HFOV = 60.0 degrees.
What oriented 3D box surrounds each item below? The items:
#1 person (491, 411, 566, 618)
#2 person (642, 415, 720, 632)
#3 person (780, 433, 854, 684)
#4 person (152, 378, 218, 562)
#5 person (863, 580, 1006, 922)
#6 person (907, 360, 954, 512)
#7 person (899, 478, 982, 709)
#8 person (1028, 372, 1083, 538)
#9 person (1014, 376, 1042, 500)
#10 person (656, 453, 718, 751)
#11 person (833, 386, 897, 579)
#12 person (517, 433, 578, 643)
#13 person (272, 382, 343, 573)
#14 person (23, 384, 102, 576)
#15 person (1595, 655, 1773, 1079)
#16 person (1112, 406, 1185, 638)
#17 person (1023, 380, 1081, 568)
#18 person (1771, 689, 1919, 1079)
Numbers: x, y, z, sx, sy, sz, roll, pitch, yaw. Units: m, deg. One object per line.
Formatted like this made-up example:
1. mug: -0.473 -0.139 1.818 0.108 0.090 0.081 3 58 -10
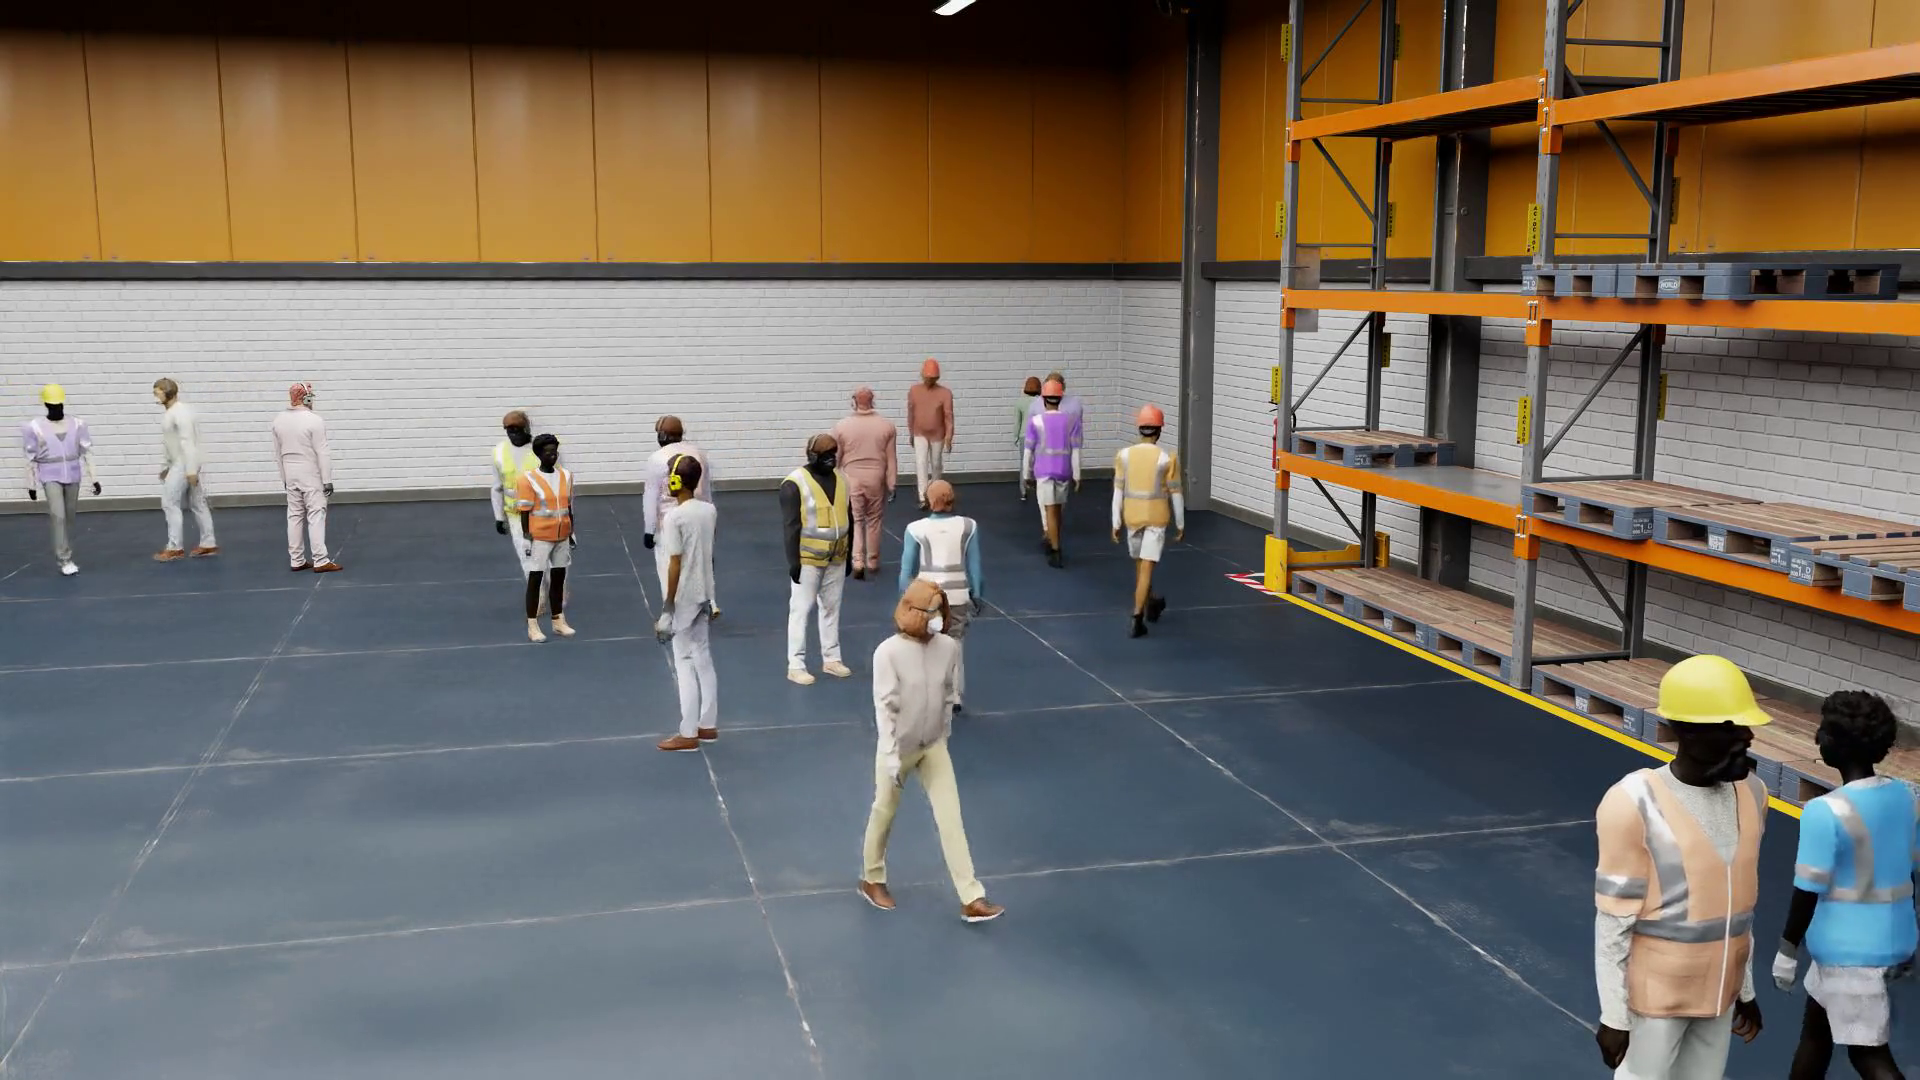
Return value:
1. person: -3.732 -0.223 14.430 0.658 1.816 0.439 1 9 9
2. person: -2.320 -0.125 13.786 0.508 1.820 0.667 7 11 36
3. person: -1.020 0.133 12.168 0.626 1.836 0.432 -8 12 -42
4. person: -8.184 -0.735 17.317 0.795 1.902 0.647 -5 11 -31
5. person: -0.171 0.979 7.618 0.518 1.591 0.856 -7 12 -38
6. person: -0.366 -1.325 21.044 0.621 1.904 1.112 1 9 6
7. person: -0.140 0.396 11.130 0.545 1.620 0.493 -2 9 -14
8. person: 1.072 -0.985 18.933 0.629 1.900 0.882 0 9 -1
9. person: 0.957 -1.338 21.936 0.504 1.632 0.269 2 9 12
10. person: -1.706 0.389 10.429 0.322 1.871 0.522 4 10 24
11. person: -0.950 -0.560 16.343 0.674 1.910 0.649 -1 9 -9
12. person: -3.350 -0.025 13.545 0.317 1.695 0.540 7 12 39
13. person: -6.517 -0.621 16.616 0.643 1.909 0.410 4 10 22
14. person: -8.880 -0.593 16.504 0.873 1.890 0.599 8 12 40
15. person: 2.055 1.269 4.739 0.594 1.930 0.354 -4 10 -25
16. person: 1.599 -0.176 13.895 0.572 1.882 0.978 5 10 27
17. person: 0.933 -0.699 17.151 0.558 1.880 0.942 -2 9 -14
18. person: 2.922 1.311 5.352 0.542 1.659 0.869 -6 11 -32
